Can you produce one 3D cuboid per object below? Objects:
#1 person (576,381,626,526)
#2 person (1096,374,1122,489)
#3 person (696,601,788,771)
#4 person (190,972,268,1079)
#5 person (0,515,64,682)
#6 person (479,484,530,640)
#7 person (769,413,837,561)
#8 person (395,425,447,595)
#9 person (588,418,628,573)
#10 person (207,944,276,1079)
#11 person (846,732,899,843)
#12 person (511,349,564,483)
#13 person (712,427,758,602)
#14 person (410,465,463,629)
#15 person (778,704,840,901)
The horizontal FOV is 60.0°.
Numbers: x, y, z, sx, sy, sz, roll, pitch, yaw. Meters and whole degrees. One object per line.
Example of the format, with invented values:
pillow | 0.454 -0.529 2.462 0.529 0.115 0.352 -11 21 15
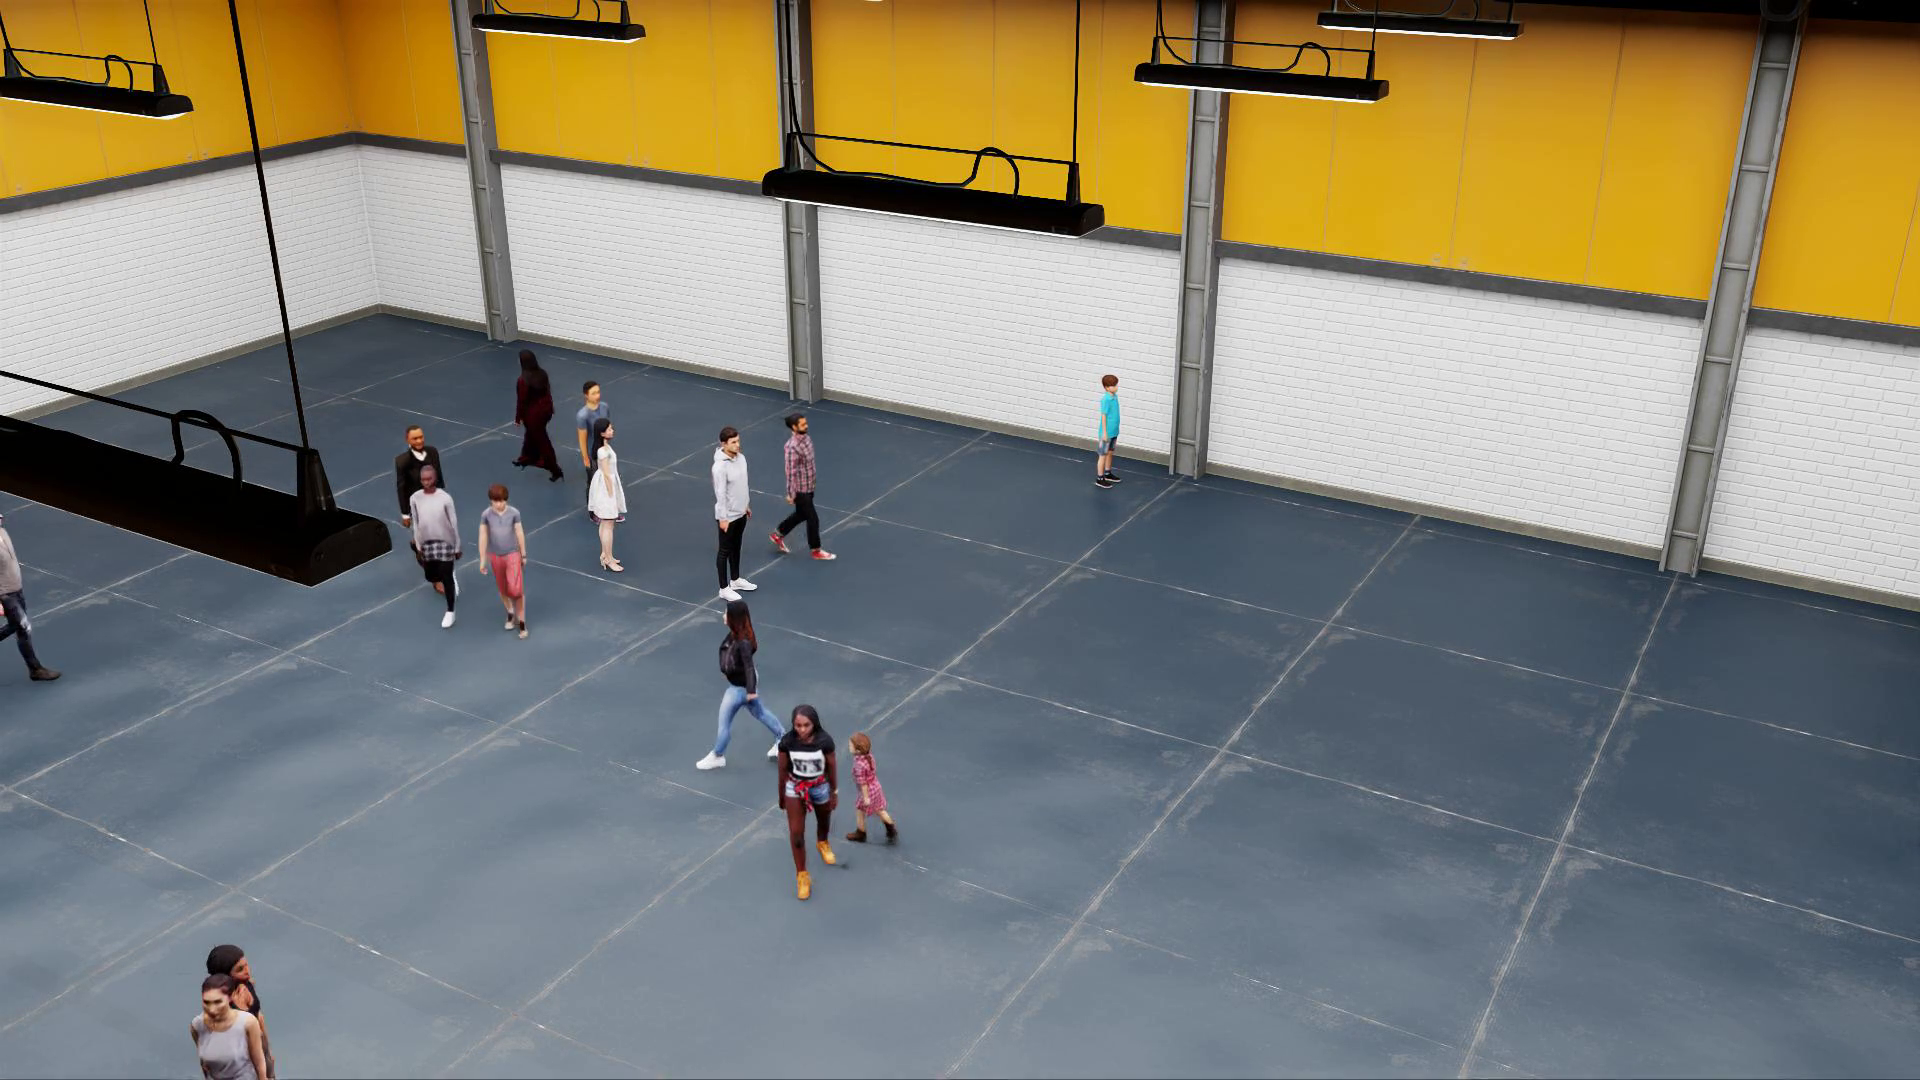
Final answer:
person | -4.369 -1.049 19.750 0.689 1.796 0.711 16 28 33
person | 1.871 -1.401 20.988 0.477 1.450 0.517 14 27 29
person | -1.842 1.280 14.682 1.196 1.589 1.088 -5 24 -10
person | -4.365 3.278 10.121 1.006 1.581 0.975 -2 24 -5
person | -9.290 0.522 16.052 1.187 1.881 1.073 -3 24 -6
person | -4.706 0.150 17.213 0.871 1.631 0.901 -2 24 -4
person | -1.851 -0.615 18.812 1.152 1.752 0.912 5 24 11
person | -5.839 -0.372 18.091 1.139 1.884 0.847 21 31 40
person | -3.933 -0.515 18.558 0.835 1.773 0.770 -7 25 -16
person | -4.463 3.193 10.191 1.027 1.680 0.799 4 24 9
person | -0.720 2.052 13.641 0.705 1.008 0.525 7 25 16
person | -5.240 -1.526 20.946 1.123 1.713 0.808 8 25 18
person | -2.471 -0.310 17.894 0.590 1.929 0.683 11 26 24
person | -5.429 0.014 17.361 0.974 1.762 0.957 -1 24 -2
person | -1.173 1.979 12.981 0.994 1.671 1.005 -2 24 -5
